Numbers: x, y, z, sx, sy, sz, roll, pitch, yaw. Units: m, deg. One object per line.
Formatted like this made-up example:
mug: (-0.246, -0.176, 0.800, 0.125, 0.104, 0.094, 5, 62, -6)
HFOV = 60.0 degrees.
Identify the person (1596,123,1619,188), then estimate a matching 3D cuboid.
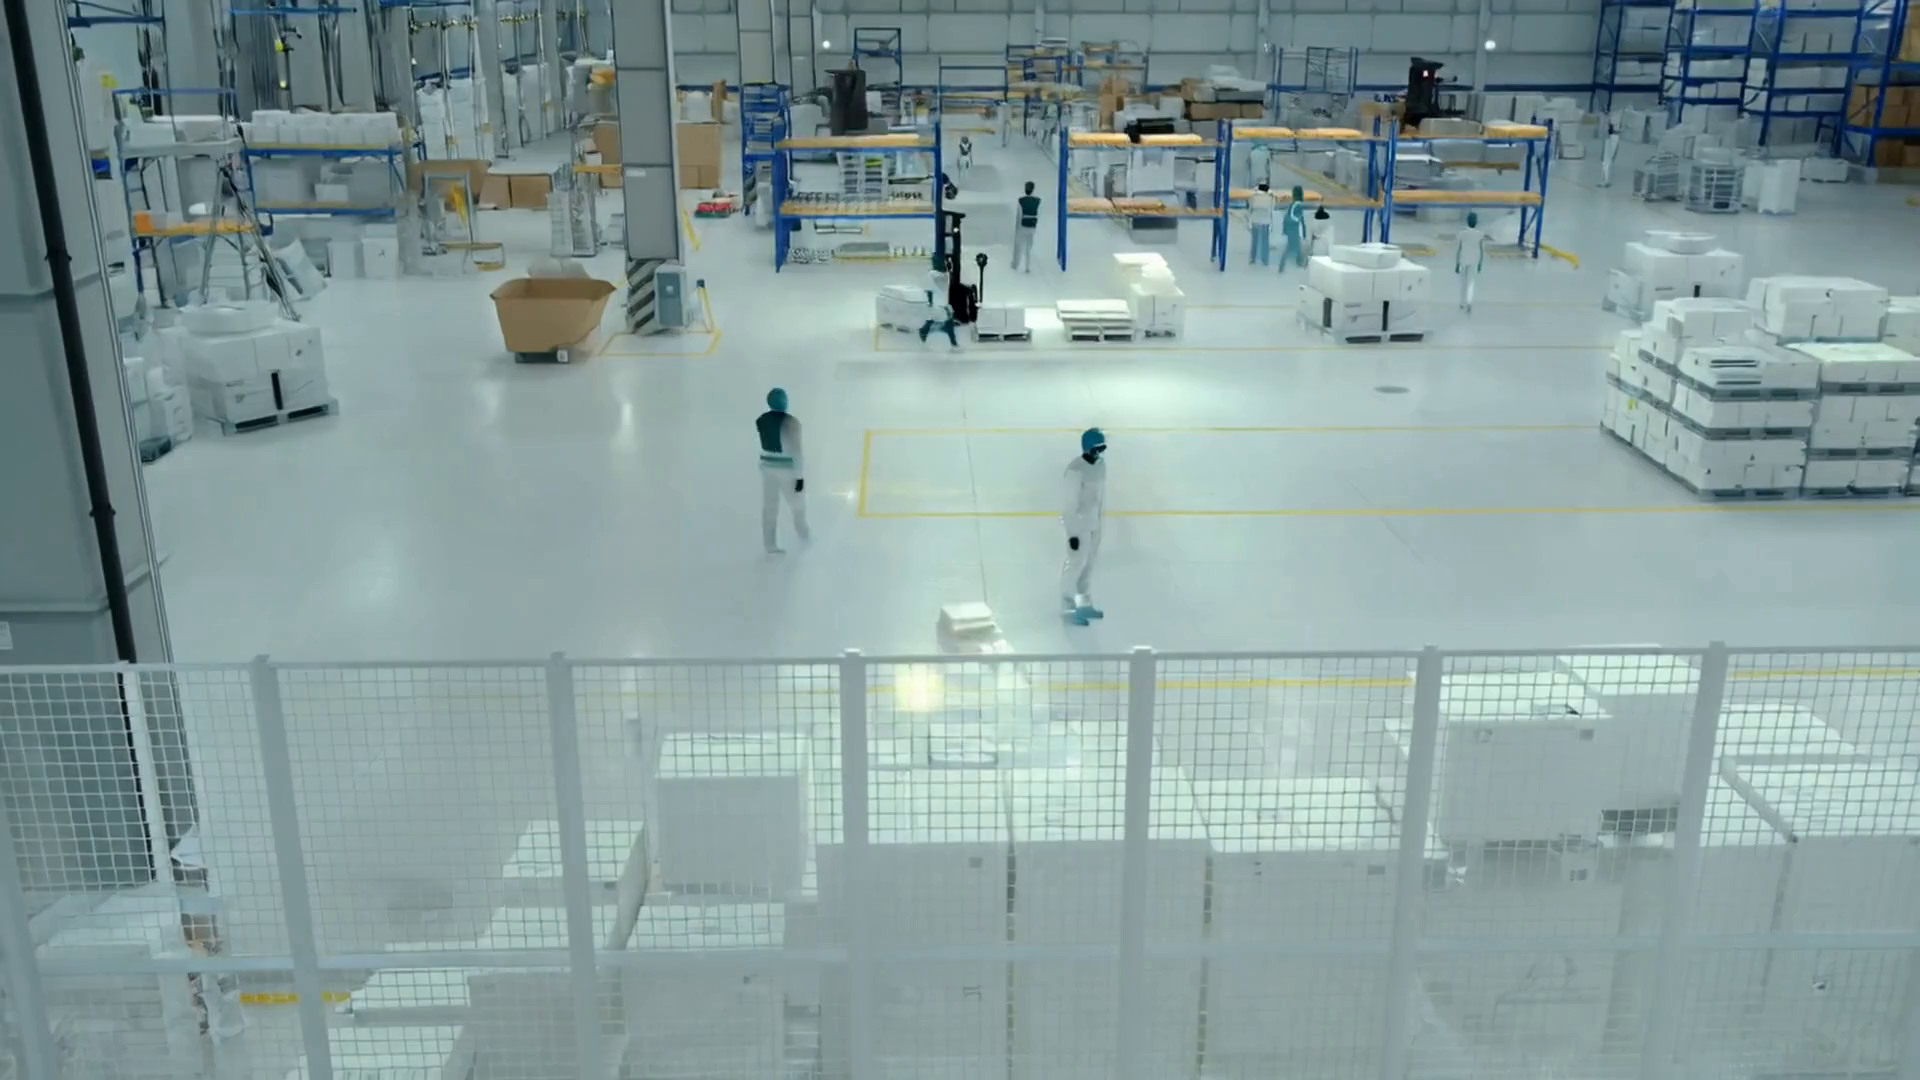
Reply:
person: (19.172, -11.371, 49.172, 0.327, 1.865, 0.521, -9, 21, -24)

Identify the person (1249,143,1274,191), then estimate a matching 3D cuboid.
person: (7.926, -9.597, 43.832, 0.650, 1.905, 0.847, 5, 19, 16)

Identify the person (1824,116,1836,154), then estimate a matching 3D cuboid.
person: (28.761, -13.200, 54.953, 0.413, 1.624, 0.538, 1, 19, 2)

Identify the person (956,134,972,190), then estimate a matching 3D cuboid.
person: (0.109, -11.075, 48.669, 0.523, 1.619, 0.683, -8, 20, -21)

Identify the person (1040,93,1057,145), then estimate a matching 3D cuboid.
person: (3.350, -15.693, 61.974, 0.974, 1.869, 0.584, -13, 22, -33)

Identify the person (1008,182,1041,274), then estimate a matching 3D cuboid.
person: (1.348, -6.540, 34.817, 0.628, 1.870, 0.876, -10, 21, -28)

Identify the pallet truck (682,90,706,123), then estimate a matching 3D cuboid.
pallet truck: (-9.671, -15.907, 62.421, 0.823, 1.965, 1.885, 5, 19, 15)

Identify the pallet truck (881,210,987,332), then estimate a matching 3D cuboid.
pallet truck: (-0.493, -4.759, 29.349, 1.885, 1.965, 0.823, -13, 23, -34)

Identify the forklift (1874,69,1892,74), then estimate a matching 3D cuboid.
forklift: (33.108, -15.534, 59.955, 1.873, 2.768, 1.129, -1, 19, -2)

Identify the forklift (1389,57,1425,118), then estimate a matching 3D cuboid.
forklift: (18.821, -18.496, 68.742, 1.873, 2.768, 1.129, -1, 19, -1)

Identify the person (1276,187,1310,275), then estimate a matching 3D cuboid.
person: (7.010, -6.425, 34.615, 0.994, 1.781, 0.552, -8, 20, -23)

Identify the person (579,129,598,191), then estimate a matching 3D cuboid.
person: (-10.375, -10.553, 46.682, 0.571, 1.893, 0.952, 2, 19, 7)

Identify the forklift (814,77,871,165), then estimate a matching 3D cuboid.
forklift: (-3.904, -13.911, 55.138, 1.873, 2.768, 1.129, -1, 19, -1)

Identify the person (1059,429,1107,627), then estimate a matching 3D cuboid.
person: (1.188, -0.127, 15.735, 0.389, 1.925, 0.626, 12, 22, 33)

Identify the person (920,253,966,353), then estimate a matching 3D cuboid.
person: (-0.324, -3.883, 27.278, 0.886, 1.641, 0.551, 17, 25, 41)

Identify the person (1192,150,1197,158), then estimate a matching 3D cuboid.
person: (6.423, -10.155, 45.599, 0.964, 1.831, 0.589, 0, 19, 0)

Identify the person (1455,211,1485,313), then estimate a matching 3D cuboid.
person: (9.367, -5.096, 30.585, 0.530, 1.849, 0.701, 5, 19, 15)

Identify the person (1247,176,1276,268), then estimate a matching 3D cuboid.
person: (6.408, -6.772, 35.425, 0.587, 1.930, 0.363, 2, 19, 6)

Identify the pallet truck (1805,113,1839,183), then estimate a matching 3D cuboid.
pallet truck: (26.403, -11.957, 50.702, 0.823, 1.965, 1.885, 6, 19, 16)

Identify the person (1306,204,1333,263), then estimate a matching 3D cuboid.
person: (6.992, -5.650, 32.384, 0.492, 1.742, 0.321, 1, 19, 3)

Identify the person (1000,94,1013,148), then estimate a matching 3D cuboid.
person: (1.690, -15.362, 60.919, 0.383, 1.930, 0.630, 14, 23, 36)

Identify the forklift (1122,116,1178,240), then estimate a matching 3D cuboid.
forklift: (4.550, -8.602, 39.388, 1.129, 2.768, 1.873, -1, 19, -2)

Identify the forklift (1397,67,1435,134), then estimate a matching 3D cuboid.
forklift: (16.955, -16.071, 61.546, 1.129, 2.768, 1.873, -1, 19, -2)

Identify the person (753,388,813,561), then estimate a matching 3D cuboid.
person: (-1.873, -0.719, 17.679, 0.658, 1.796, 0.844, 10, 21, 27)

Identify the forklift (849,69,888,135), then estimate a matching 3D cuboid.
forklift: (-3.627, -15.472, 59.769, 1.873, 2.768, 1.129, -10, 21, -26)
